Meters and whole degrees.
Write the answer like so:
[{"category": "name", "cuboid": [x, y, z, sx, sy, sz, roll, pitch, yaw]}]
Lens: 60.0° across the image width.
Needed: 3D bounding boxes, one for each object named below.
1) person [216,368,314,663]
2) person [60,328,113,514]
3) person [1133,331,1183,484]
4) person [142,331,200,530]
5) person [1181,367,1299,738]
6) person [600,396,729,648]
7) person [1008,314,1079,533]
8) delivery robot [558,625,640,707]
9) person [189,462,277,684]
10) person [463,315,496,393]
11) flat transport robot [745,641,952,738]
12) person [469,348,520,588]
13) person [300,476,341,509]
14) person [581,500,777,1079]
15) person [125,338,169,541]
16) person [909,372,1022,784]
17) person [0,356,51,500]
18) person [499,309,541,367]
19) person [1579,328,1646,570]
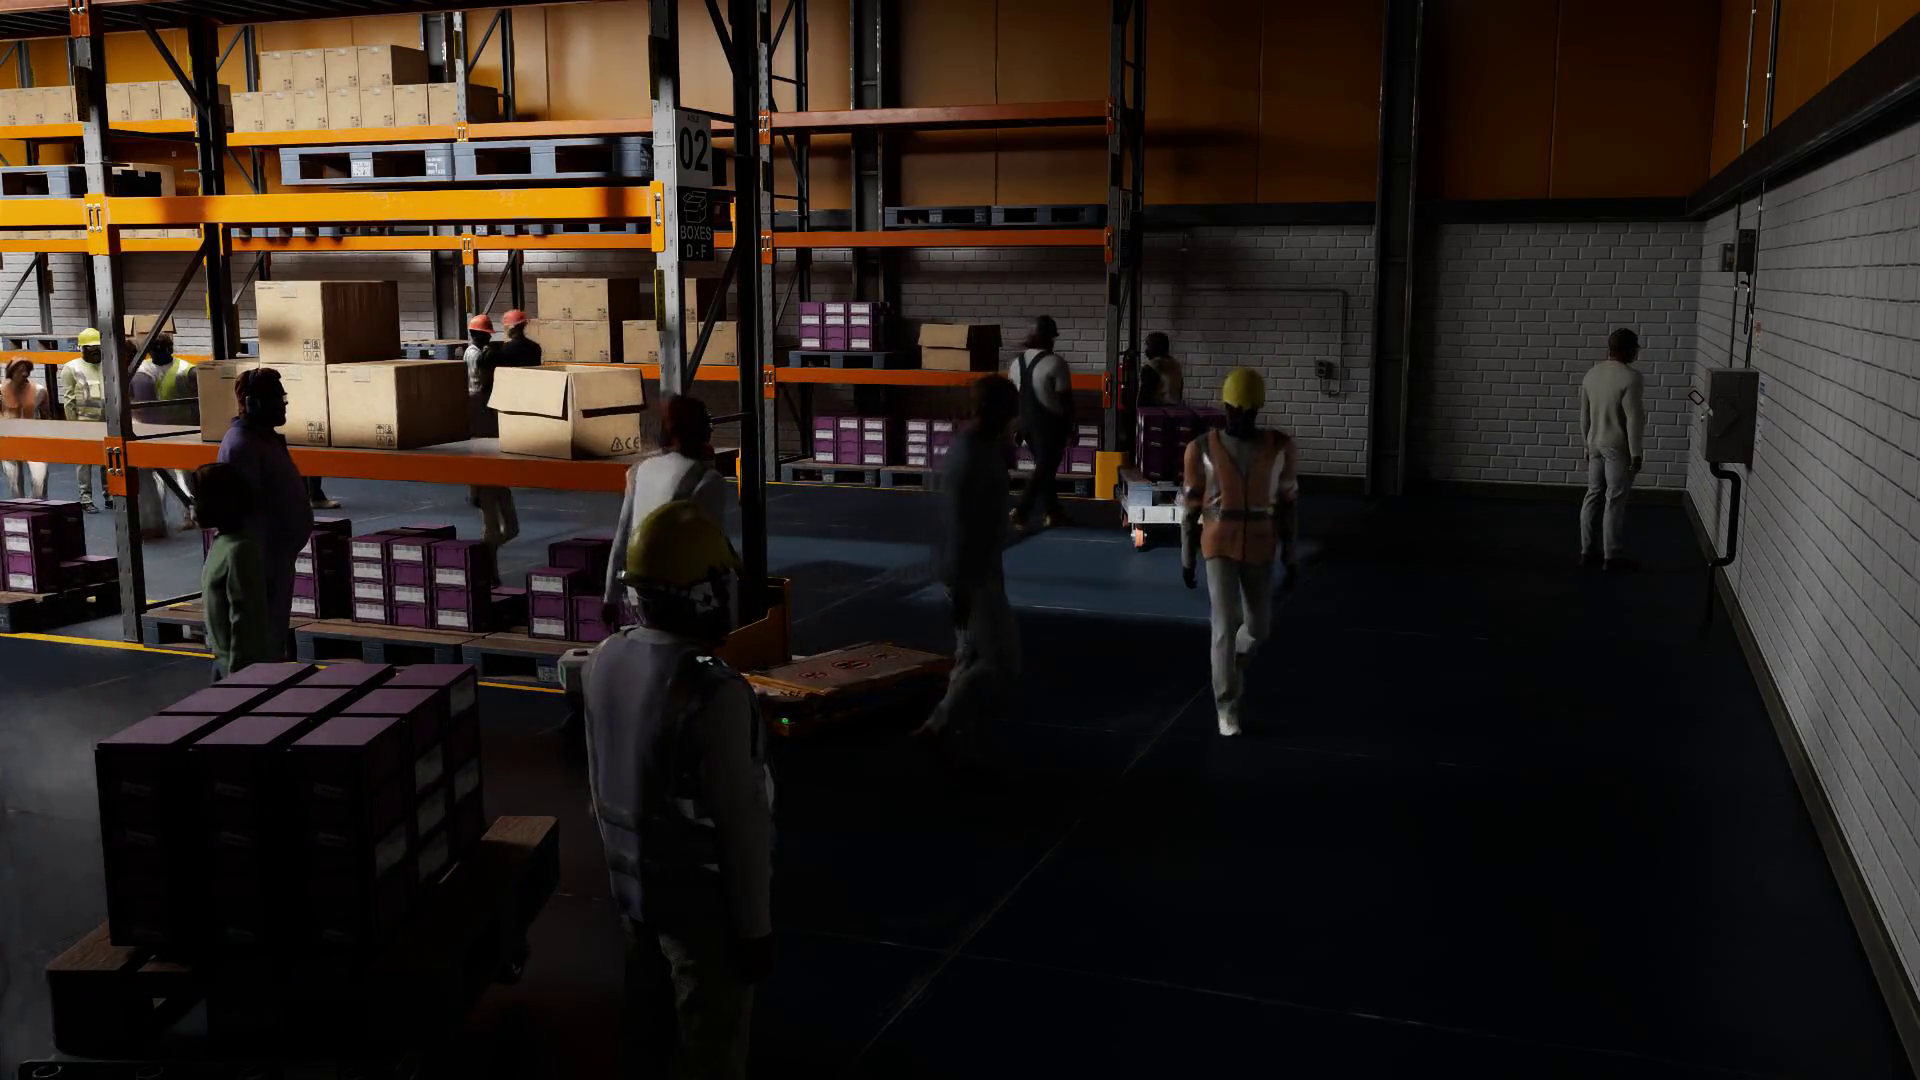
[{"category": "person", "cuboid": [-3.394, 0.108, 8.202, 0.409, 1.909, 0.640, -3, 9, -15]}, {"category": "person", "cuboid": [-8.591, -1.185, 16.550, 0.403, 1.834, 0.587, 5, 10, 30]}, {"category": "person", "cuboid": [2.004, -1.119, 16.190, 0.725, 1.818, 0.627, 6, 11, 31]}, {"category": "person", "cuboid": [-7.342, -1.005, 15.389, 0.637, 1.842, 0.429, -1, 9, -6]}, {"category": "person", "cuboid": [1.444, 0.033, 8.705, 0.598, 1.897, 0.713, 0, 9, -2]}, {"category": "person", "cuboid": [-1.296, 0.262, 7.533, 0.649, 1.817, 1.055, 7, 12, 38]}, {"category": "person", "cuboid": [0.736, -1.095, 15.331, 0.949, 2.000, 0.679, -7, 11, -37]}, {"category": "delivery robot", "cuboid": [-1.687, 0.682, 8.533, 0.707, 0.478, 0.477, 0, 9, -1]}, {"category": "person", "cuboid": [-2.890, 0.499, 6.639, 0.286, 1.622, 0.514, -6, 11, -34]}, {"category": "person", "cuboid": [-5.145, -1.446, 17.878, 0.381, 1.931, 0.548, -3, 9, -16]}, {"category": "flat transport robot", "cuboid": [-0.645, 0.787, 9.057, 0.652, 0.197, 1.431, 7, 12, 39]}, {"category": "person", "cuboid": [-3.398, -0.444, 11.867, 0.539, 1.845, 0.510, 4, 10, 25]}, {"category": "person", "cuboid": [-6.542, -1.232, 16.815, 0.347, 1.842, 0.505, -6, 11, -35]}, {"category": "person", "cuboid": [-0.635, 0.818, 3.962, 0.590, 1.837, 0.404, 9, 13, 44]}, {"category": "person", "cuboid": [-7.361, -0.877, 14.733, 0.598, 1.804, 0.654, -6, 11, -35]}, {"category": "person", "cuboid": [0.079, 0.196, 7.608, 0.458, 1.919, 0.662, 1, 9, 6]}, {"category": "person", "cuboid": [-8.576, -0.866, 15.210, 0.527, 1.621, 0.474, -6, 11, -34]}, {"category": "person", "cuboid": [-4.940, -1.597, 18.688, 0.429, 1.974, 0.636, 6, 11, 33]}, {"category": "person", "cuboid": [5.240, -0.729, 13.356, 0.353, 1.937, 0.635, -3, 10, -19]}]
